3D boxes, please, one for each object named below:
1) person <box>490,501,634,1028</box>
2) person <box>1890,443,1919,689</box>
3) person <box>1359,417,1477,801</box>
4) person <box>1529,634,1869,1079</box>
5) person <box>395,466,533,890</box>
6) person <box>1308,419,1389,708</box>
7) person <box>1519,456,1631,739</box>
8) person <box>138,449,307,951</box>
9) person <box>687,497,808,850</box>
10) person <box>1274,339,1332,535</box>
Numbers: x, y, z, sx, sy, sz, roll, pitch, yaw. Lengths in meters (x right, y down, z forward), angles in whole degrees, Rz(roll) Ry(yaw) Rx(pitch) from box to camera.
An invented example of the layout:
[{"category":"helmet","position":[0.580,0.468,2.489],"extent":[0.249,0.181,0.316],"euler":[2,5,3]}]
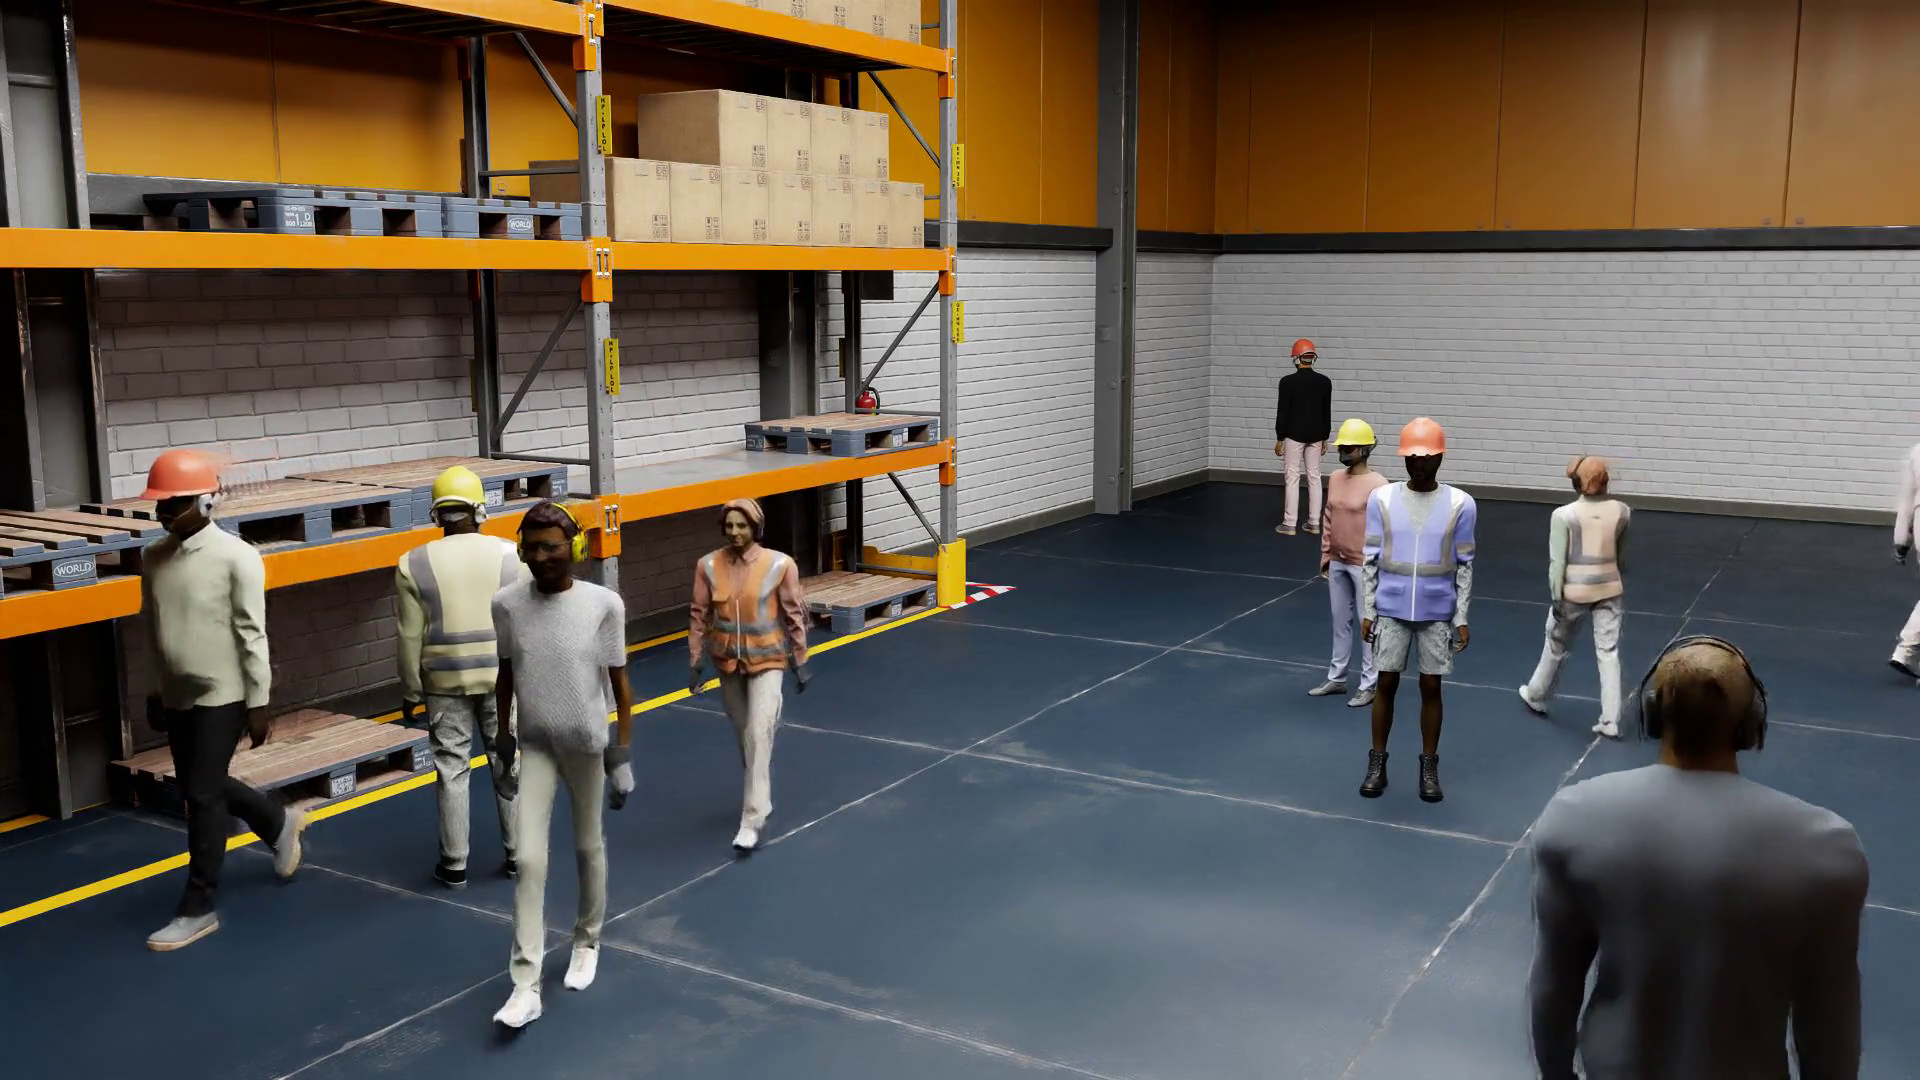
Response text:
[{"category":"person","position":[-1.443,0.791,5.897],"extent":[0.554,1.838,0.859],"euler":[0,9,0]},{"category":"person","position":[6.276,0.038,10.497],"extent":[0.414,1.881,0.685],"euler":[-3,10,-21]},{"category":"person","position":[2.288,0.350,8.353],"extent":[0.543,1.939,0.370],"euler":[3,10,18]},{"category":"person","position":[1.465,1.150,3.412],"extent":[0.641,1.924,0.615],"euler":[7,12,38]},{"category":"person","position":[-2.116,0.595,7.178],"extent":[0.587,1.825,0.404],"euler":[-4,10,-24]},{"category":"person","position":[2.408,0.138,10.212],"extent":[0.321,1.769,0.523],"euler":[-5,11,-30]},{"category":"person","position":[3.615,0.309,9.679],"extent":[0.522,1.596,0.825],"euler":[-1,9,-6]},{"category":"person","position":[-3.019,0.593,6.777],"extent":[0.627,1.968,0.848],"euler":[4,10,24]},{"category":"person","position":[-1.023,0.615,7.696],"extent":[0.545,1.604,0.784],"euler":[3,9,16]},{"category":"person","position":[3.482,-1.046,16.924],"extent":[0.615,1.989,0.402],"euler":[-3,10,-20]}]
